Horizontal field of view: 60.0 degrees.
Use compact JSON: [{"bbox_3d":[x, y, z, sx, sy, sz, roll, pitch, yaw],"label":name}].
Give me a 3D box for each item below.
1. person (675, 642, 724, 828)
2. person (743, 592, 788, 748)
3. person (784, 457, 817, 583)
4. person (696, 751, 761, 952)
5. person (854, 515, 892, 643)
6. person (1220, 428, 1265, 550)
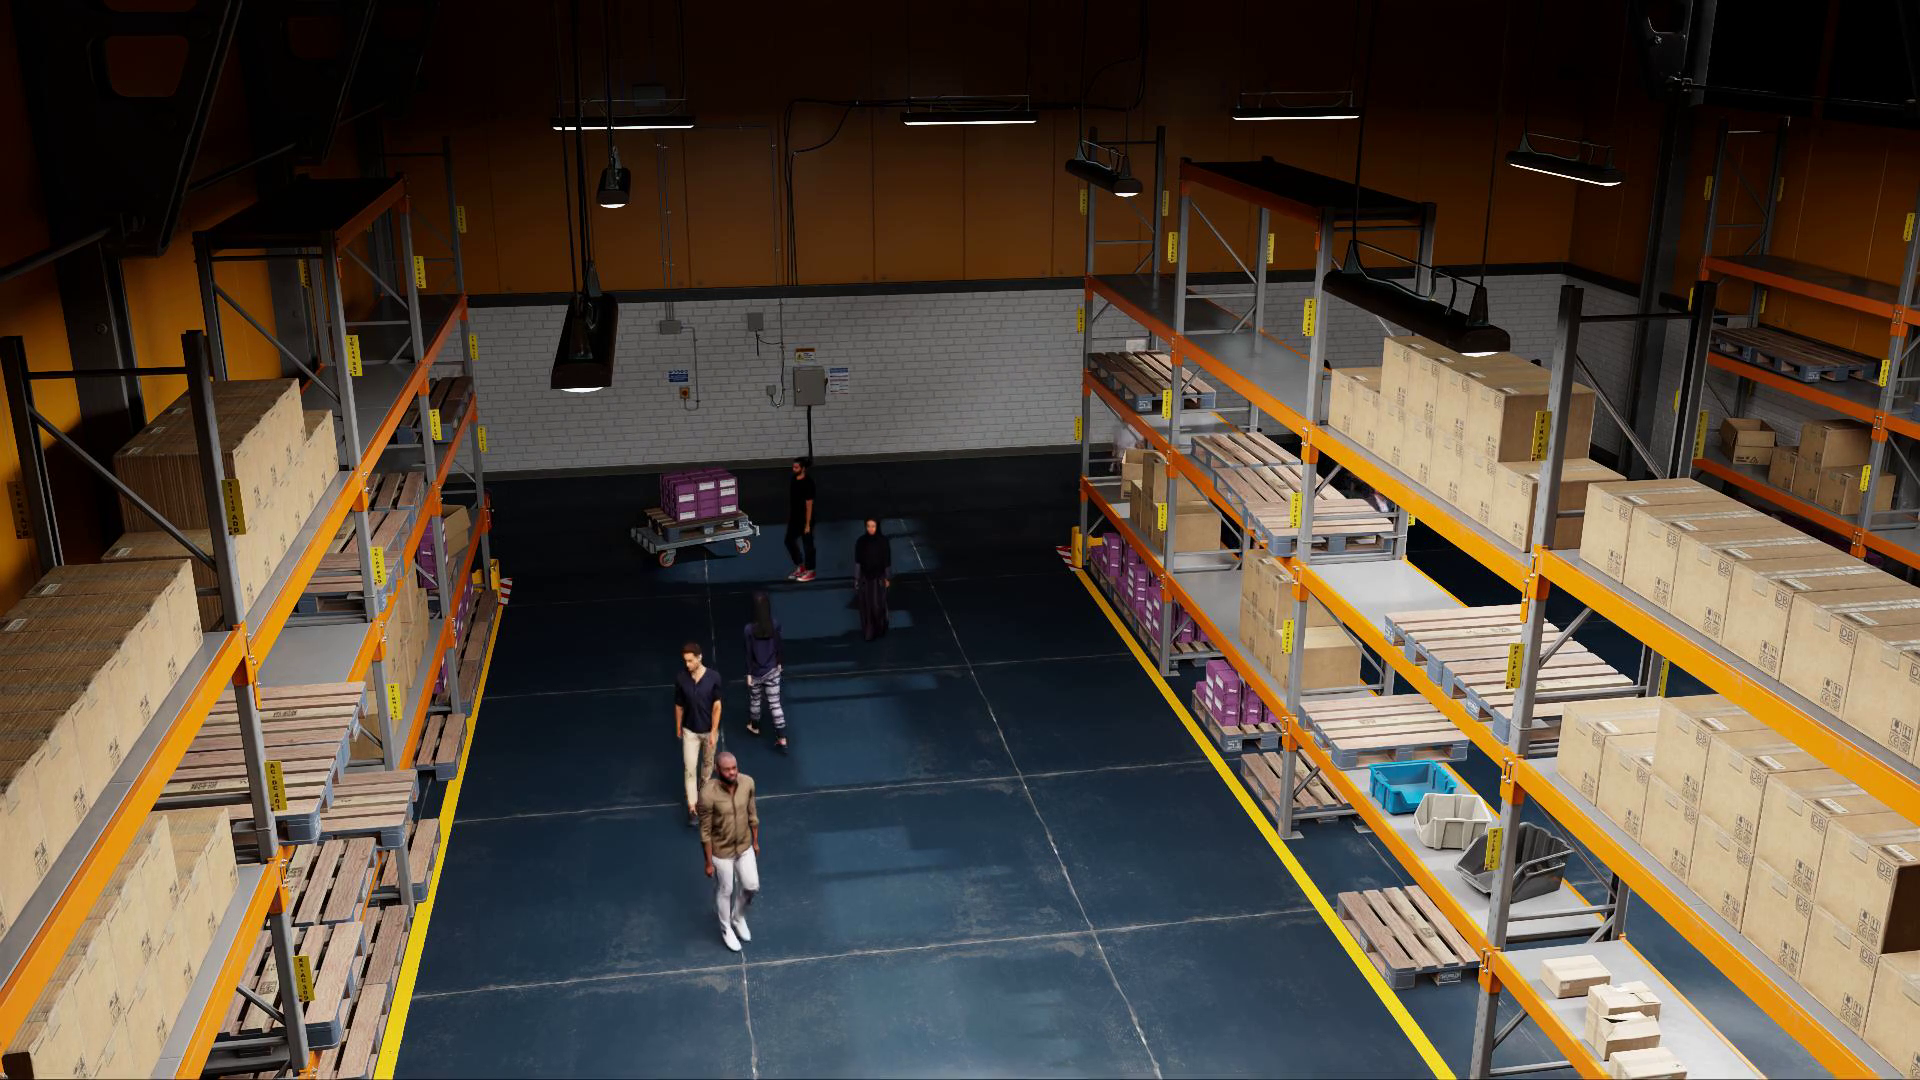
[{"bbox_3d":[-2.512,1.816,16.222,0.673,1.801,1.097,-2,19,-6],"label":"person"},{"bbox_3d":[-2.034,1.404,17.606,0.878,1.697,1.156,-11,21,-29],"label":"person"},{"bbox_3d":[-2.065,-0.293,22.564,0.825,1.750,0.723,-15,24,-37],"label":"person"},{"bbox_3d":[-1.967,2.566,13.979,0.840,1.810,0.812,-13,23,-34],"label":"person"},{"bbox_3d":[-1.072,0.442,20.602,0.711,1.609,0.810,3,19,8],"label":"person"},{"bbox_3d":[4.069,-0.714,23.668,1.183,1.843,1.209,9,21,24],"label":"person"}]
